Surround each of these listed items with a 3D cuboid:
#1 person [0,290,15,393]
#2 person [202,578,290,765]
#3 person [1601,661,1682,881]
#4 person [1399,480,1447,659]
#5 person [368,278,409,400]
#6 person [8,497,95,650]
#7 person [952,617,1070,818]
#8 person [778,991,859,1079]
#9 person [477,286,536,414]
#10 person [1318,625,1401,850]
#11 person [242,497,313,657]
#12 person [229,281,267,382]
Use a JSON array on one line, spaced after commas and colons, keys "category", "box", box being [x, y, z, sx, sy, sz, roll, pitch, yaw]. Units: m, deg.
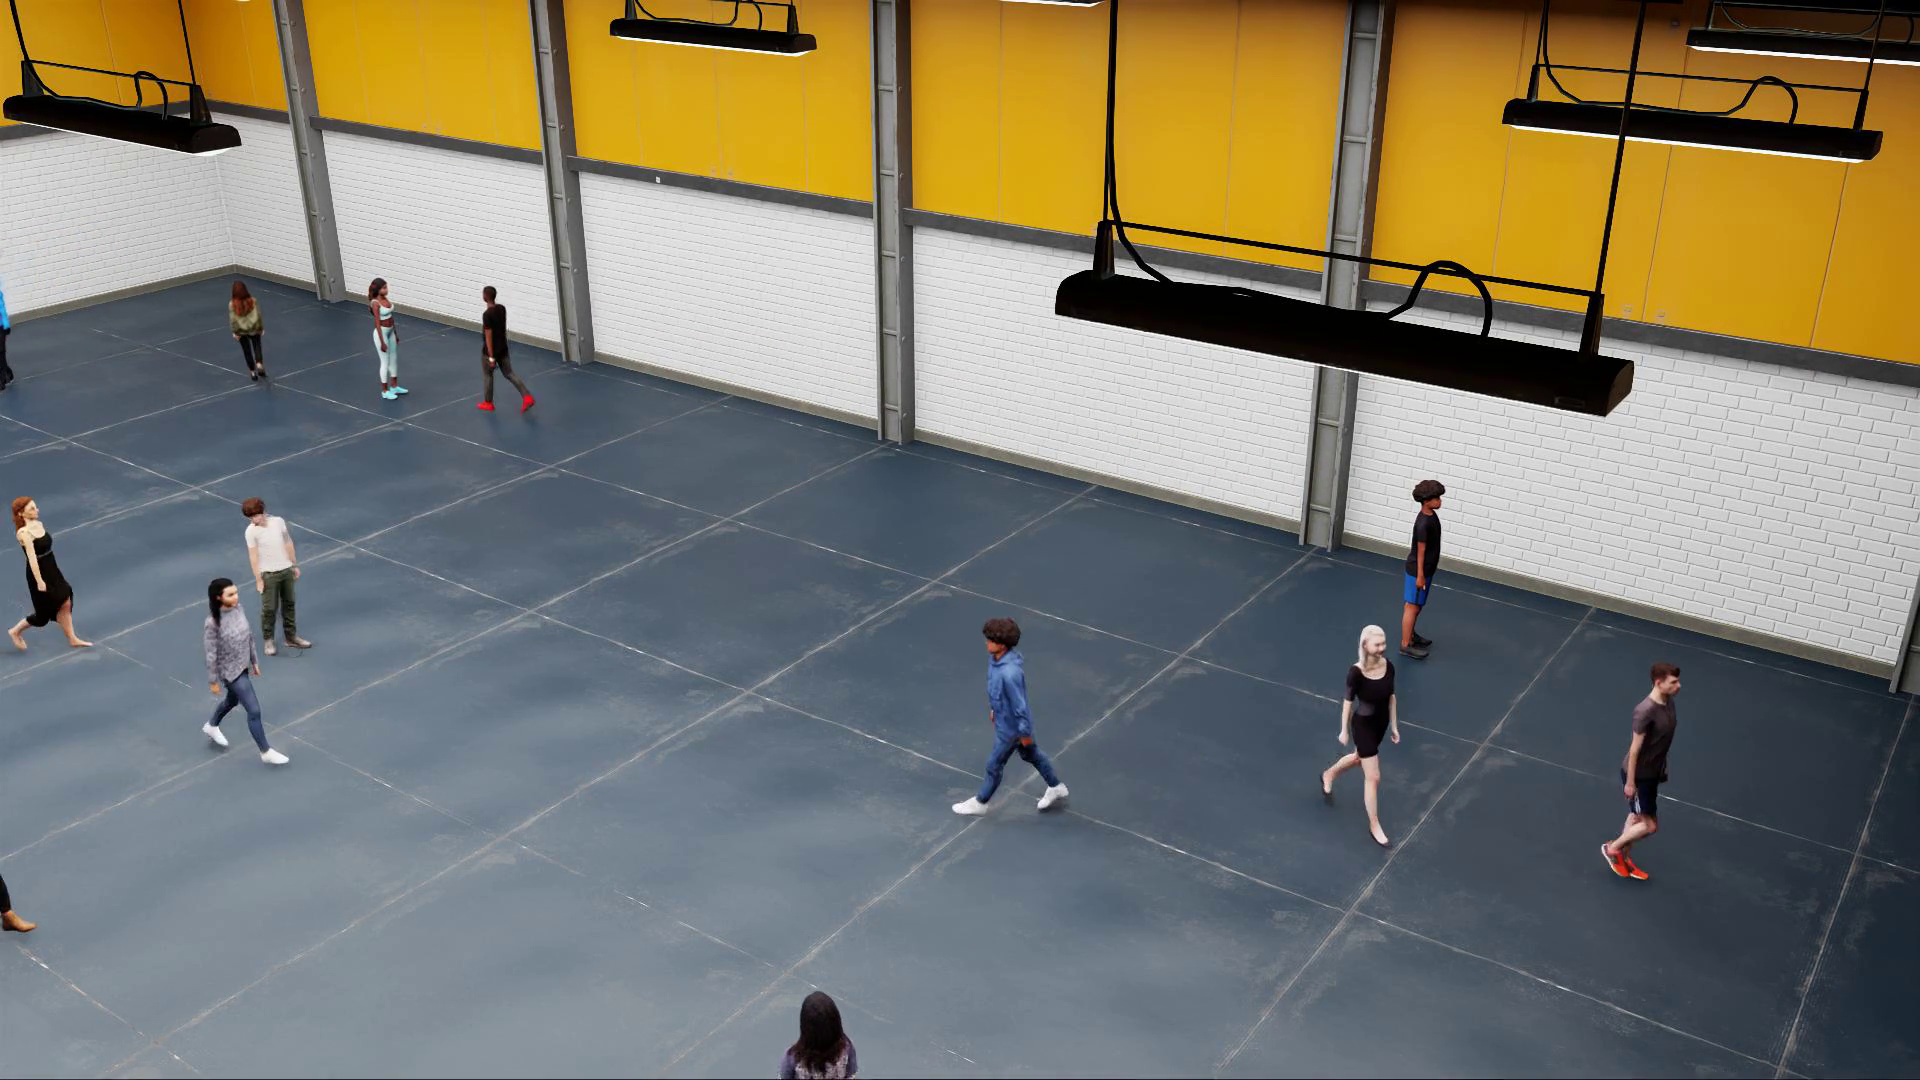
[{"category": "person", "box": [-13.706, -3.011, 23.592, 1.081, 1.763, 1.123, -3, 24, -7]}, {"category": "person", "box": [-6.287, 1.110, 14.256, 1.237, 1.690, 0.889, 7, 24, 15]}, {"category": "person", "box": [5.121, 1.731, 12.640, 0.709, 1.846, 0.693, -22, 32, -40]}, {"category": "person", "box": [4.454, 0.254, 16.078, 0.642, 1.798, 0.664, 9, 25, 20]}, {"category": "person", "box": [-8.029, -2.826, 23.220, 0.644, 1.721, 0.643, 5, 24, 12]}, {"category": "person", "box": [-8.958, 0.355, 16.086, 1.038, 1.607, 0.918, -2, 24, -4]}, {"category": "person", "box": [0.507, 1.451, 13.380, 1.291, 1.767, 1.184, -3, 24, -6]}, {"category": "person", "box": [-0.753, 3.318, 9.215, 0.914, 1.682, 1.202, -13, 27, -28]}, {"category": "person", "box": [-6.188, -2.544, 22.512, 1.225, 1.771, 0.795, 11, 26, 23]}, {"category": "person", "box": [3.195, 1.489, 13.266, 0.923, 1.787, 1.256, -13, 27, -28]}, {"category": "person", "box": [-6.616, 0.315, 16.147, 0.614, 1.632, 0.624, 10, 25, 21]}, {"category": "person", "box": [-10.224, -2.993, 23.913, 0.684, 1.473, 0.691, -13, 27, -27]}]
